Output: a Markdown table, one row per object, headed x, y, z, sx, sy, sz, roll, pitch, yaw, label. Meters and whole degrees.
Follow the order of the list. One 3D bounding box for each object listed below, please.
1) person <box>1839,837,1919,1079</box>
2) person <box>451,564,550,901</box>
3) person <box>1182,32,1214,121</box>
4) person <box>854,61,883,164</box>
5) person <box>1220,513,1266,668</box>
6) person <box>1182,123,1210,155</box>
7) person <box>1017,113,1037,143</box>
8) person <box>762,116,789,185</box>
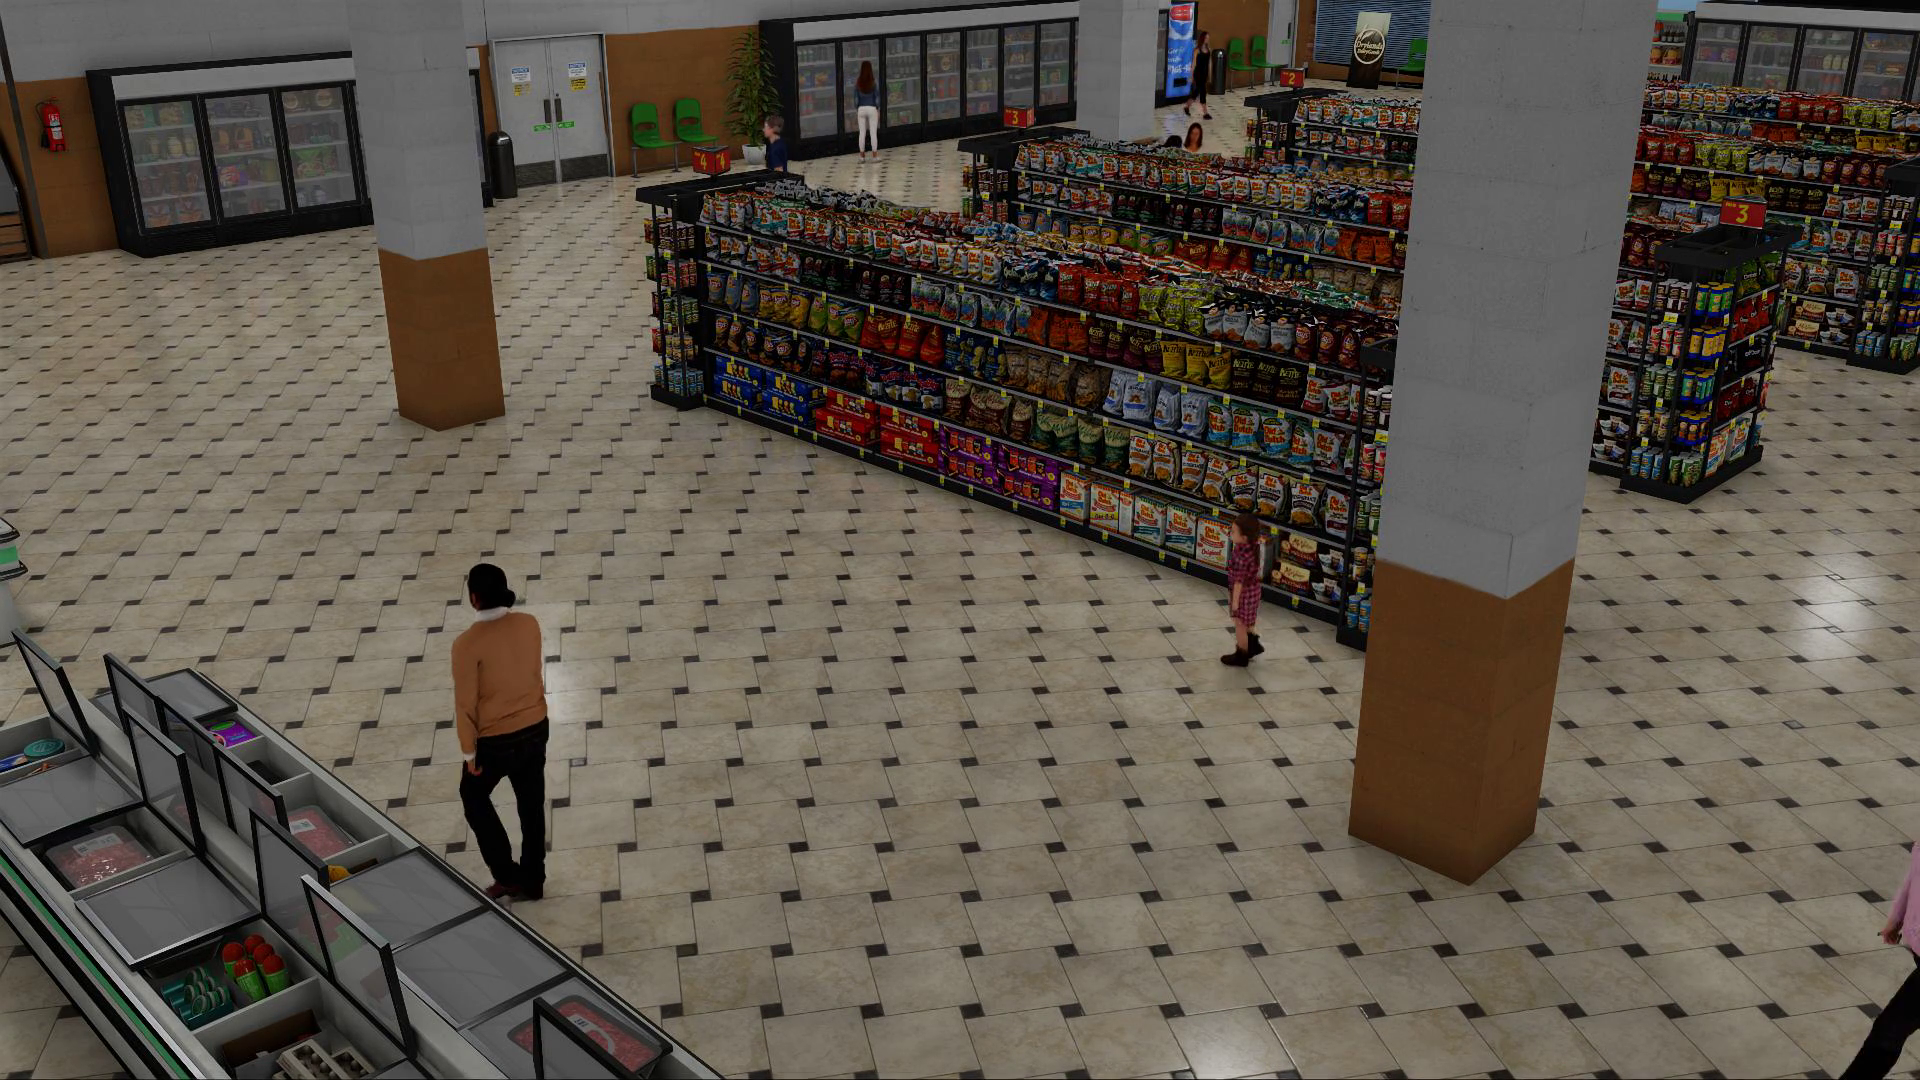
| x | y | z | sx | sy | sz | roll | pitch | yaw | label |
| --- | --- | --- | --- | --- | --- | --- | --- | --- | --- |
| 3.862 | 1.592 | 6.361 | 1.178 | 1.636 | 1.033 | 3 | 22 | 7 | person |
| -2.089 | 0.948 | 7.819 | 0.587 | 1.744 | 0.644 | 20 | 29 | 40 | person |
| 4.789 | -9.329 | 33.477 | 0.716 | 1.684 | 1.221 | -15 | 26 | -32 | person |
| -1.587 | -7.326 | 28.468 | 0.643 | 1.702 | 0.749 | 4 | 22 | 11 | person |
| 1.811 | 0.322 | 10.351 | 0.555 | 1.018 | 0.504 | 10 | 24 | 23 | person |
| 3.038 | -4.602 | 21.778 | 1.115 | 1.635 | 0.941 | 10 | 24 | 23 | person |
| 0.827 | -5.058 | 22.854 | 0.805 | 1.680 | 0.728 | -2 | 22 | -5 | person |
| -2.188 | -4.376 | 20.971 | 1.302 | 1.818 | 1.142 | 2 | 22 | 6 | person |
